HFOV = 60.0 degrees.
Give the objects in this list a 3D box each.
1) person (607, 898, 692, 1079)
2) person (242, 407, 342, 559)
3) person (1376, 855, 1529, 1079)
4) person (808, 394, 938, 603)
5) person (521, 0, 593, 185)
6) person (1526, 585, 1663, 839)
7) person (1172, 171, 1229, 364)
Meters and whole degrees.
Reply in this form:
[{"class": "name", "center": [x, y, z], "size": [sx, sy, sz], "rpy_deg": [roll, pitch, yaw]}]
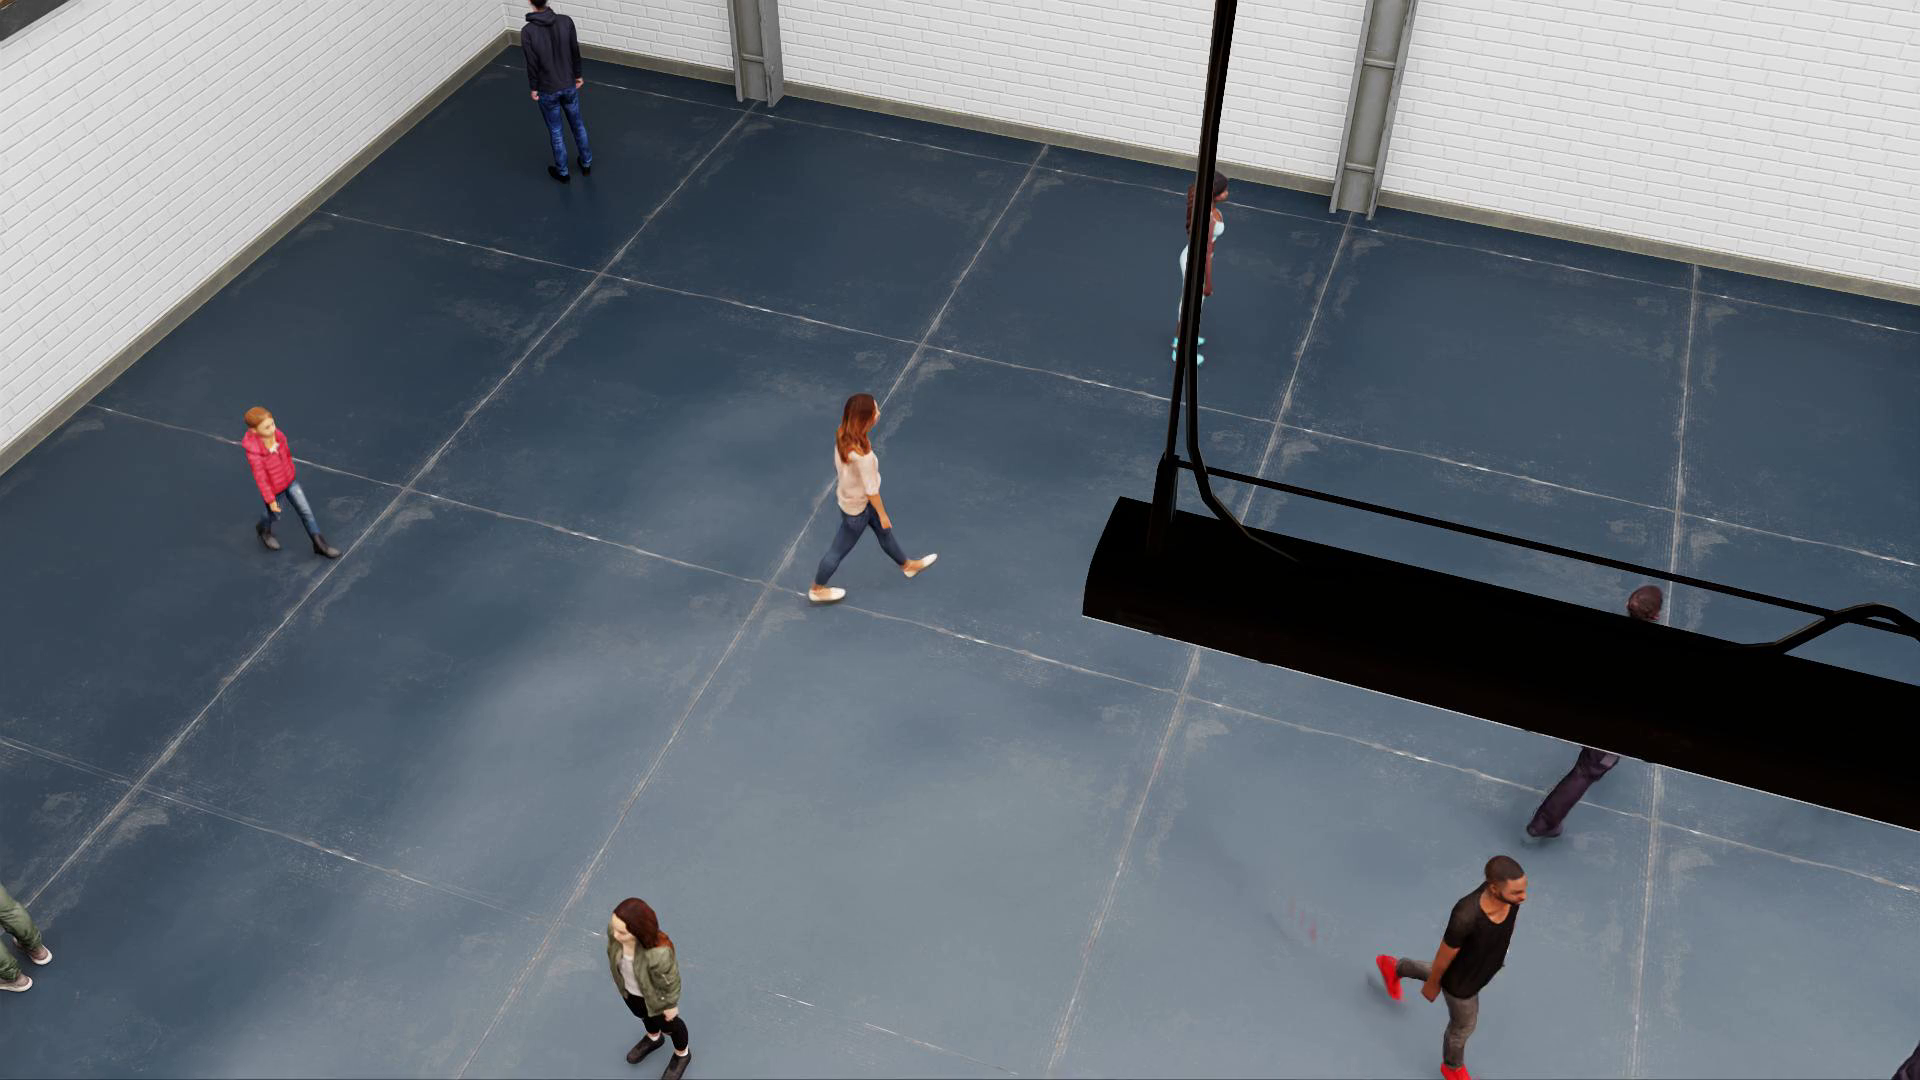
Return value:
[{"class": "person", "center": [-1.613, 2.314, 8.604], "size": [0.514, 1.475, 0.686], "rpy_deg": [24, 49, 23]}, {"class": "person", "center": [-4.798, -0.387, 11.572], "size": [0.926, 1.291, 0.596], "rpy_deg": [21, 47, 21]}, {"class": "person", "center": [2.546, 2.123, 8.584], "size": [1.071, 1.779, 1.235], "rpy_deg": [-27, 50, -26]}, {"class": "person", "center": [-0.773, -0.219, 11.072], "size": [1.226, 1.738, 1.058], "rpy_deg": [-11, 45, -11]}, {"class": "person", "center": [-3.660, -4.134, 15.070], "size": [0.764, 1.893, 0.770], "rpy_deg": [-27, 50, -26]}, {"class": "person", "center": [3.739, 1.041, 9.702], "size": [1.217, 1.804, 1.268], "rpy_deg": [-25, 49, -24]}, {"class": "person", "center": [1.865, -2.153, 13.114], "size": [0.651, 1.722, 0.644], "rpy_deg": [-2, 44, -2]}]
